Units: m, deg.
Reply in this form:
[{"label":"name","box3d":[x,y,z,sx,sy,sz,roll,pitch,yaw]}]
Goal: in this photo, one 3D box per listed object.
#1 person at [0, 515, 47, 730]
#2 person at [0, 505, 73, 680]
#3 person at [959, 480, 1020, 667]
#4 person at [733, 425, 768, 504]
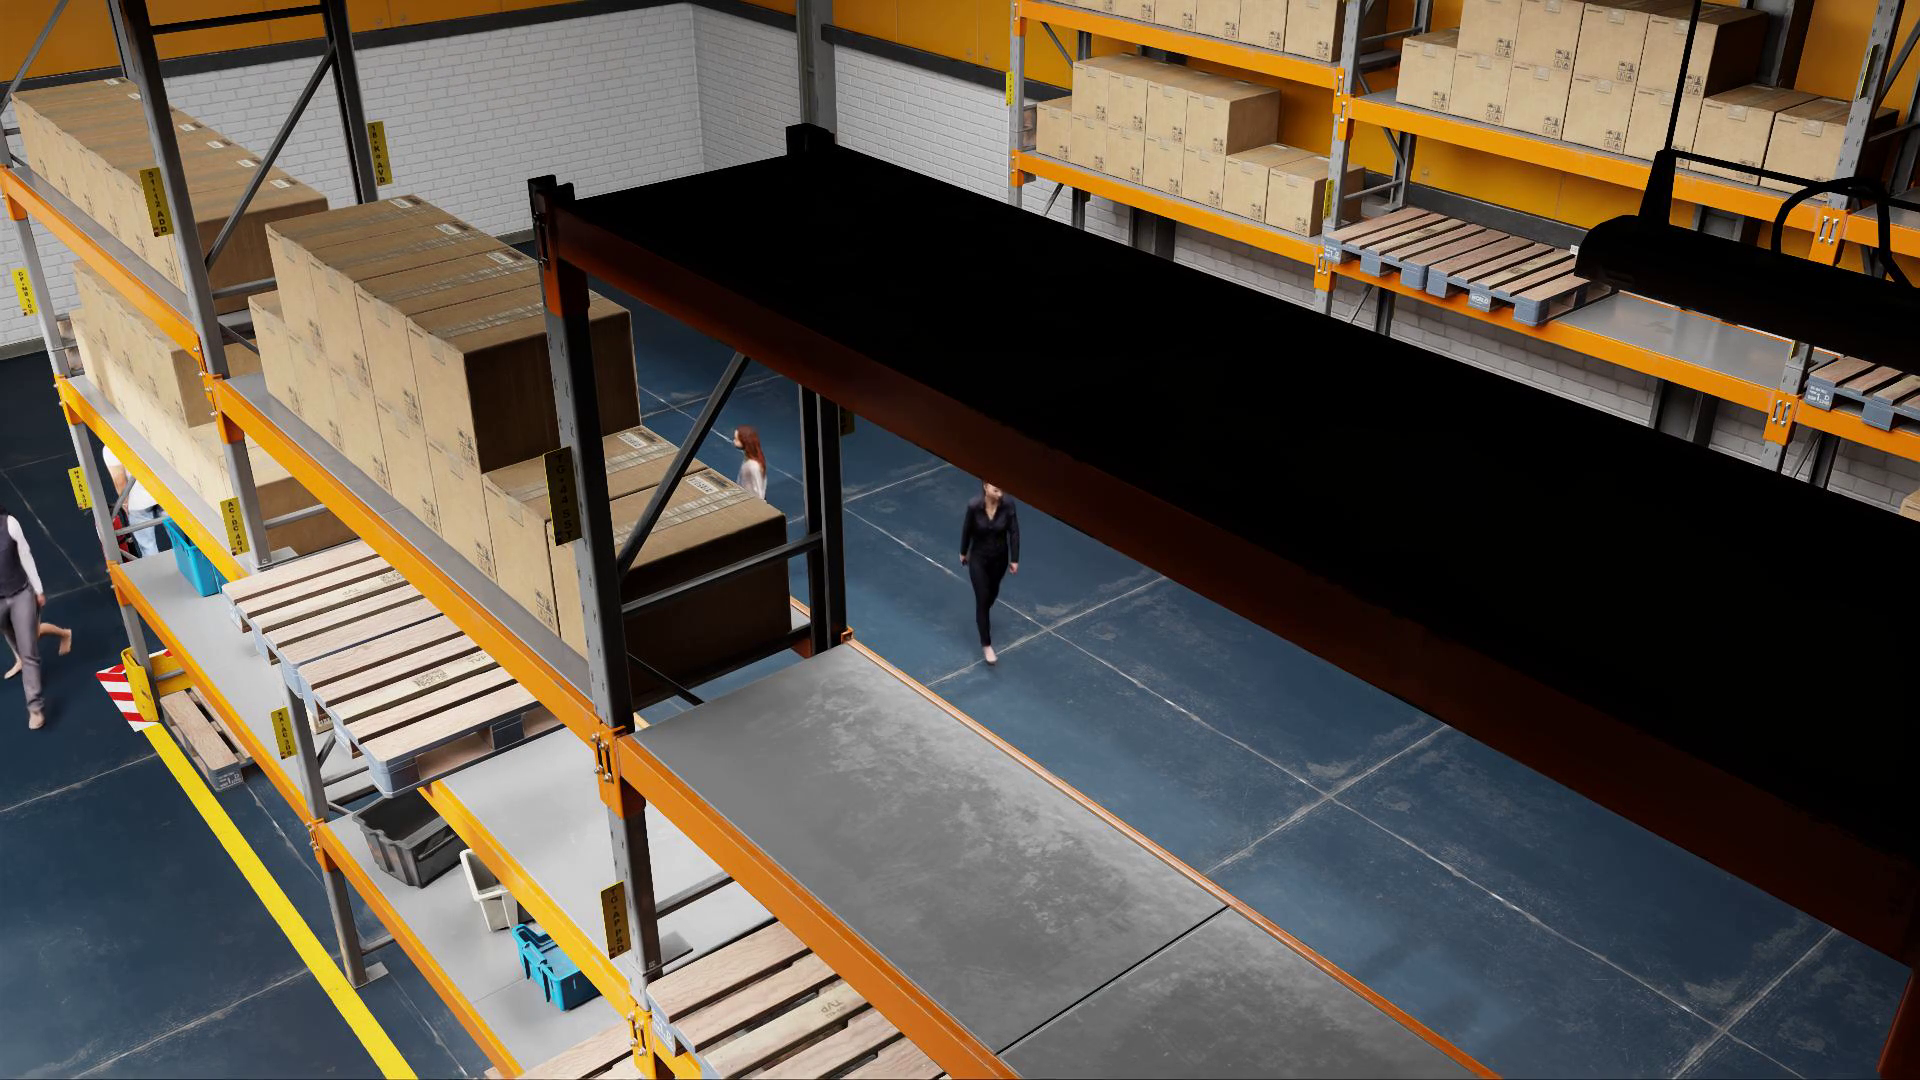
[{"label":"person","box3d":[-7.291,0.405,12.715,0.946,1.892,1.291,-11,30,-19]},{"label":"person","box3d":[-7.426,0.371,13.144,0.823,1.540,0.869,15,32,25]},{"label":"person","box3d":[0.210,0.141,13.448,0.958,1.653,1.159,-2,29,-4]},{"label":"person","box3d":[-1.724,-0.327,14.498,0.766,1.468,0.723,-4,29,-6]}]
